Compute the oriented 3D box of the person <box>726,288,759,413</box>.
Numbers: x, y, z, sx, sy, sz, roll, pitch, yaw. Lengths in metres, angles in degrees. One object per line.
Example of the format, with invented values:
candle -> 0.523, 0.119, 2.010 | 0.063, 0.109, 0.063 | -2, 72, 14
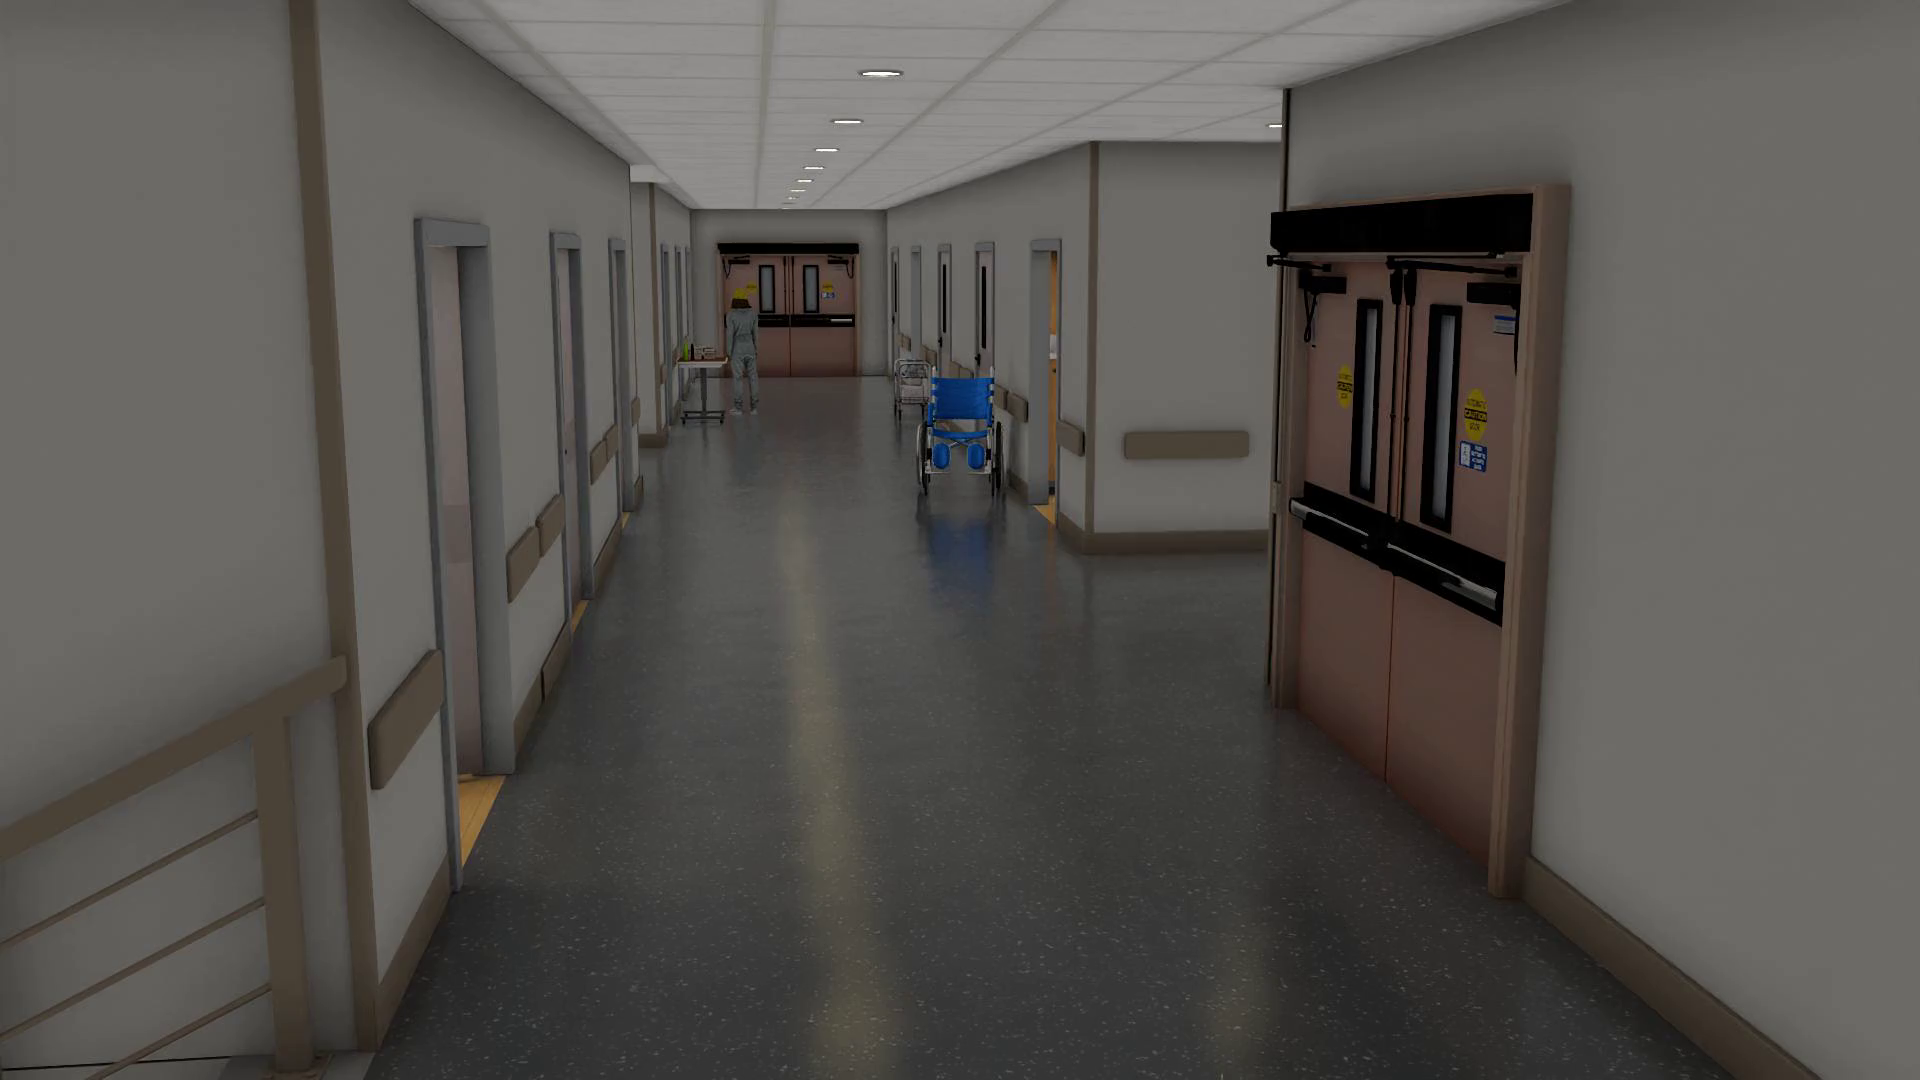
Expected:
person -> -3.058, -2.650, 23.330 | 0.484, 1.744, 0.295 | -6, 11, -31
